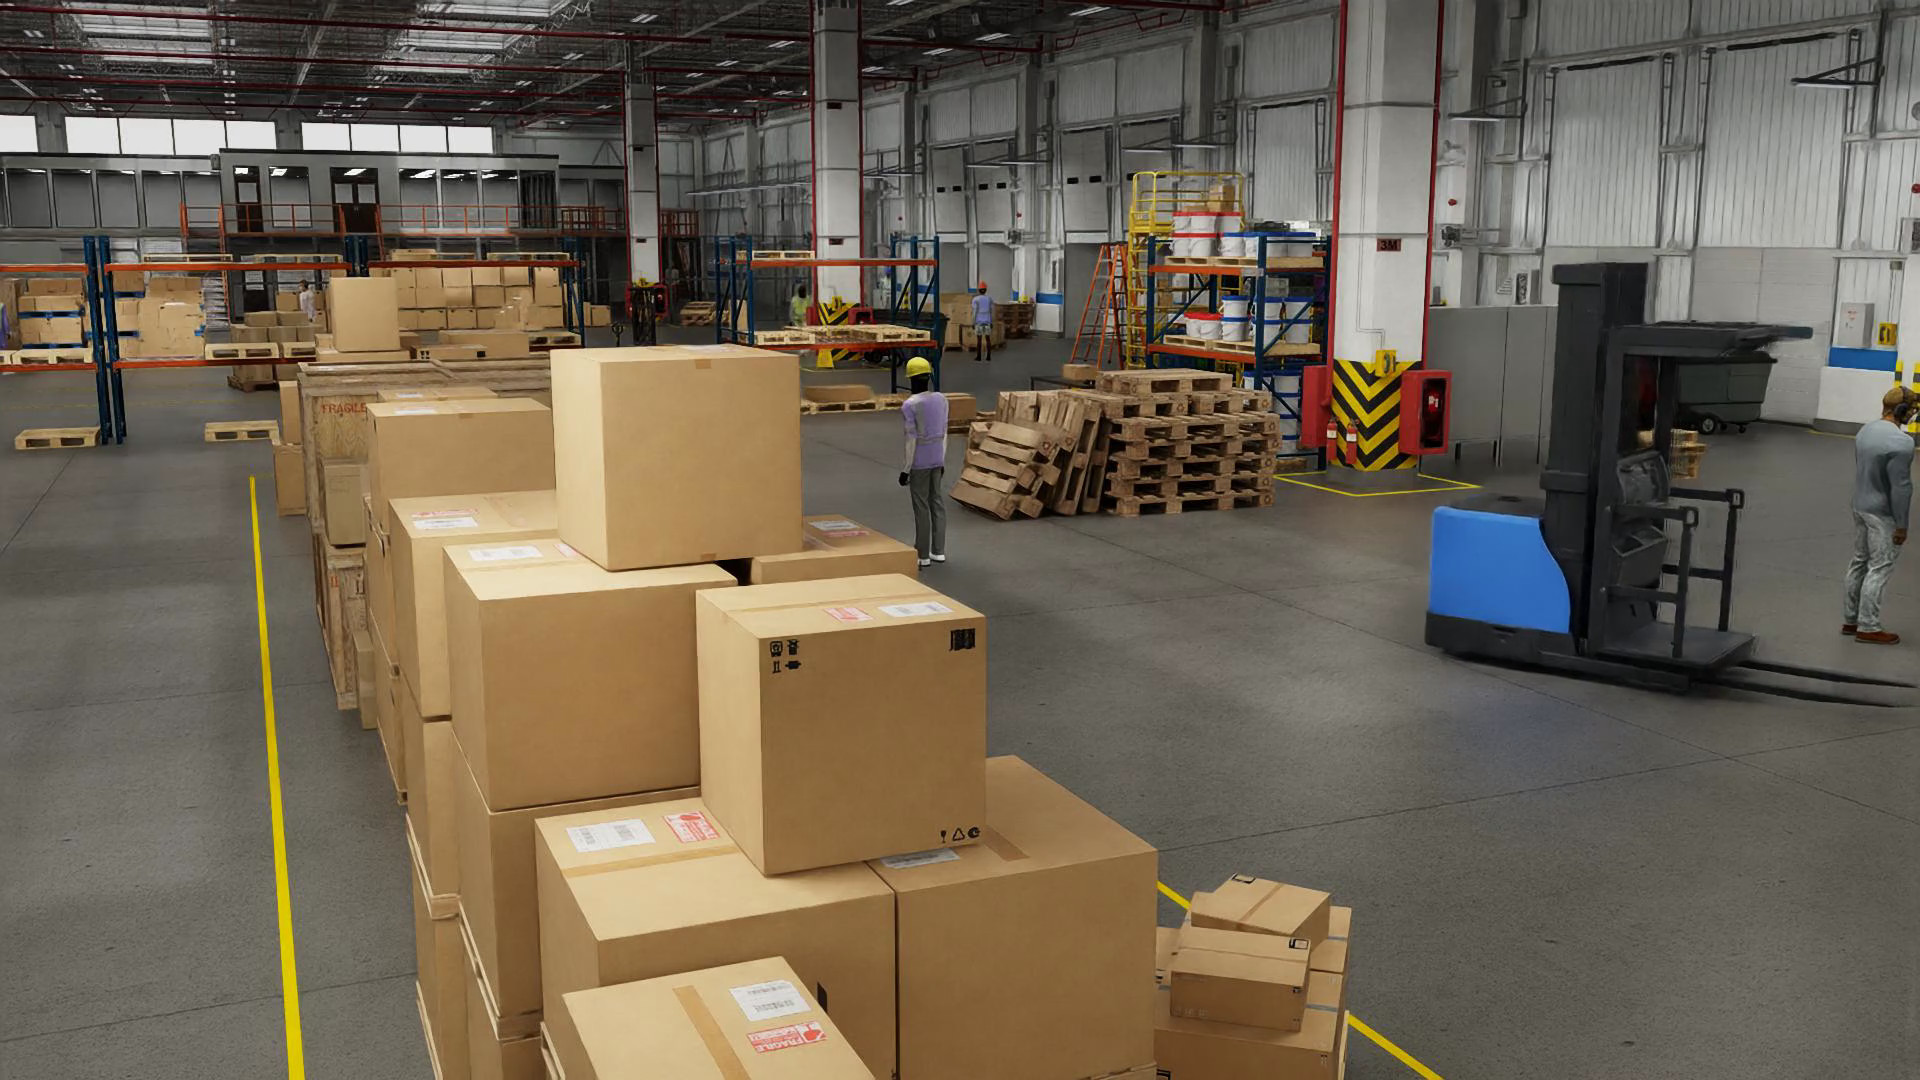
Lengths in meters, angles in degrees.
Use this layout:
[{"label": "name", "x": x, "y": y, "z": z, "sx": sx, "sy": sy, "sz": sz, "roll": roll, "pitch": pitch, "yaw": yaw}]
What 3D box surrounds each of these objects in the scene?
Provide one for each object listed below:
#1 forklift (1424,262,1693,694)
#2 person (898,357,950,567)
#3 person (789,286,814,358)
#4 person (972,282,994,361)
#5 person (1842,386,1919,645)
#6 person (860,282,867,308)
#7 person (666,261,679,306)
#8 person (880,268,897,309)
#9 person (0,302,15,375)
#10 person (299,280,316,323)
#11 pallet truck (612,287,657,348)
[{"label": "forklift", "x": 4.379, "y": -0.529, "z": 11.602, "sx": 1.873, "sy": 2.768, "sz": 1.129, "roll": 9, "pitch": 13, "yaw": 40}, {"label": "person", "x": -0.345, "y": -0.712, "z": 15.262, "sx": 0.381, "sy": 1.918, "sz": 0.584, "roll": 8, "pitch": 13, "yaw": 38}, {"label": "person", "x": -4.002, "y": -5.485, "z": 41.924, "sx": 0.618, "sy": 1.784, "sz": 0.968, "roll": 1, "pitch": 10, "yaw": 7}, {"label": "person", "x": 0.558, "y": -5.367, "z": 40.867, "sx": 0.545, "sy": 1.939, "sz": 0.354, "roll": -3, "pitch": 11, "yaw": -16}, {"label": "person", "x": 6.831, "y": -0.180, "z": 12.321, "sx": 0.388, "sy": 1.927, "sz": 0.640, "roll": 0, "pitch": 10, "yaw": 1}, {"label": "person", "x": -3.292, "y": -7.651, "z": 53.510, "sx": 0.619, "sy": 1.911, "sz": 0.425, "roll": 0, "pitch": 10, "yaw": -2}, {"label": "person", "x": -12.844, "y": -11.447, "z": 74.249, "sx": 0.612, "sy": 1.986, "sz": 0.407, "roll": -1, "pitch": 10, "yaw": -4}, {"label": "person", "x": -2.552, "y": -8.714, "z": 59.291, "sx": 0.615, "sy": 1.942, "sz": 0.408, "roll": -2, "pitch": 10, "yaw": -9}, {"label": "person", "x": -21.236, "y": -4.576, "z": 36.630, "sx": 0.592, "sy": 1.895, "sz": 0.392, "roll": 0, "pitch": 10, "yaw": -1}, {"label": "person", "x": -17.052, "y": -5.834, "z": 43.481, "sx": 0.623, "sy": 1.932, "sz": 0.374, "roll": 10, "pitch": 14, "yaw": 43}, {"label": "pallet truck", "x": -6.464, "y": -4.406, "z": 35.401, "sx": 0.823, "sy": 1.965, "sz": 1.885, "roll": 6, "pitch": 12, "yaw": 32}]
